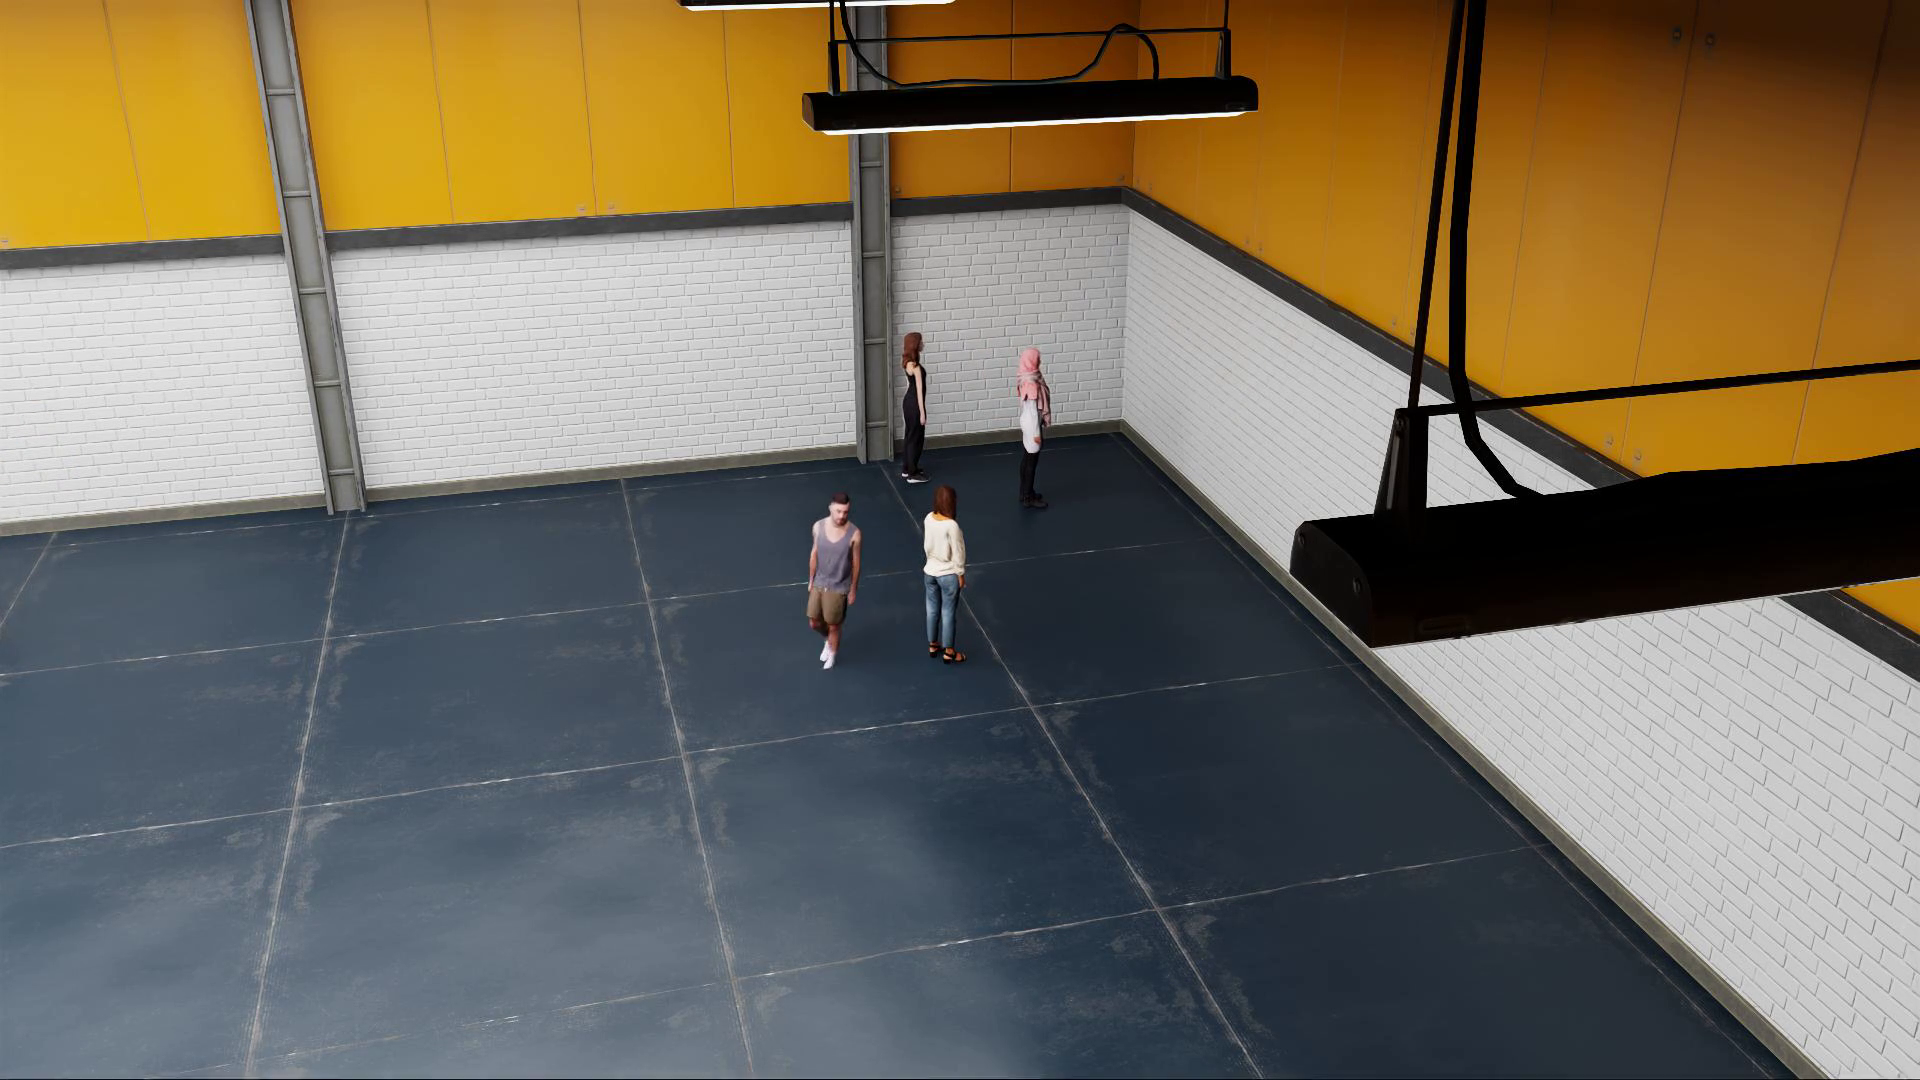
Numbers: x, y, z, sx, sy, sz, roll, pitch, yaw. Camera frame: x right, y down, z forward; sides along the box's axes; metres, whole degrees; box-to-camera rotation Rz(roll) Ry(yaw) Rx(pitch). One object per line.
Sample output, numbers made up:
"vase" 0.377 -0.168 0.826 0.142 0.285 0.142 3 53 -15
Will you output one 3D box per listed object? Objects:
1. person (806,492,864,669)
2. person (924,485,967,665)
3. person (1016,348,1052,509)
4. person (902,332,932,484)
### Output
"person" -1.095 0.371 14.835 0.813 1.811 0.901 10 25 21
"person" -0.153 0.301 14.887 0.695 1.678 0.697 -20 30 -38
"person" 0.782 -1.240 18.256 0.612 1.804 0.643 -4 24 -9
"person" -0.530 -1.526 18.983 0.497 1.745 0.588 -7 25 -15
